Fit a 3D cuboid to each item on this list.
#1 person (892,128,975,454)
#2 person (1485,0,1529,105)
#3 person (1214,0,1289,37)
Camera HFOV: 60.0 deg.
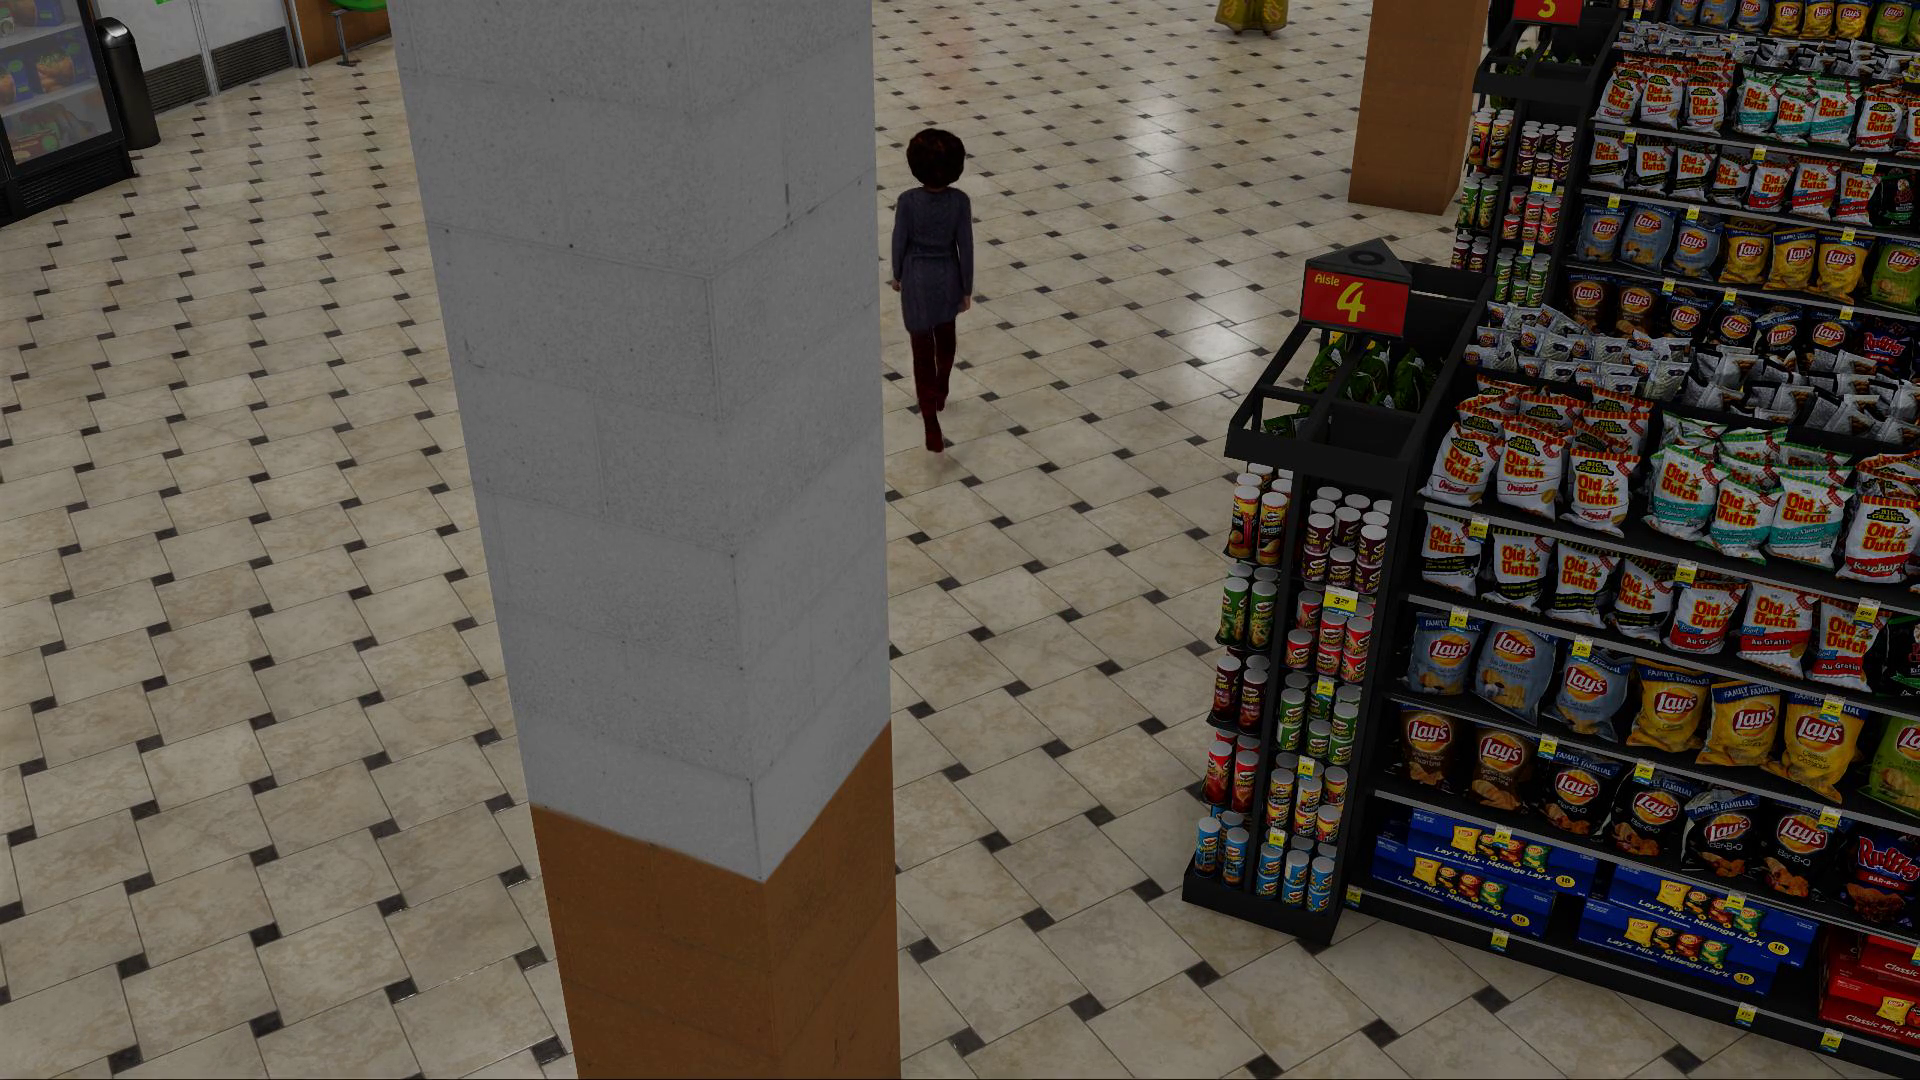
[{"bbox_3d":[-0.144,-1.264,8.739,1.097,1.676,1.039,-5,32,-8],"label":"person"},{"bbox_3d":[4.695,-4.511,14.013,0.758,1.619,0.727,20,37,29],"label":"person"},{"bbox_3d":[2.858,-5.662,15.826,0.852,1.656,1.022,3,32,5],"label":"person"}]
